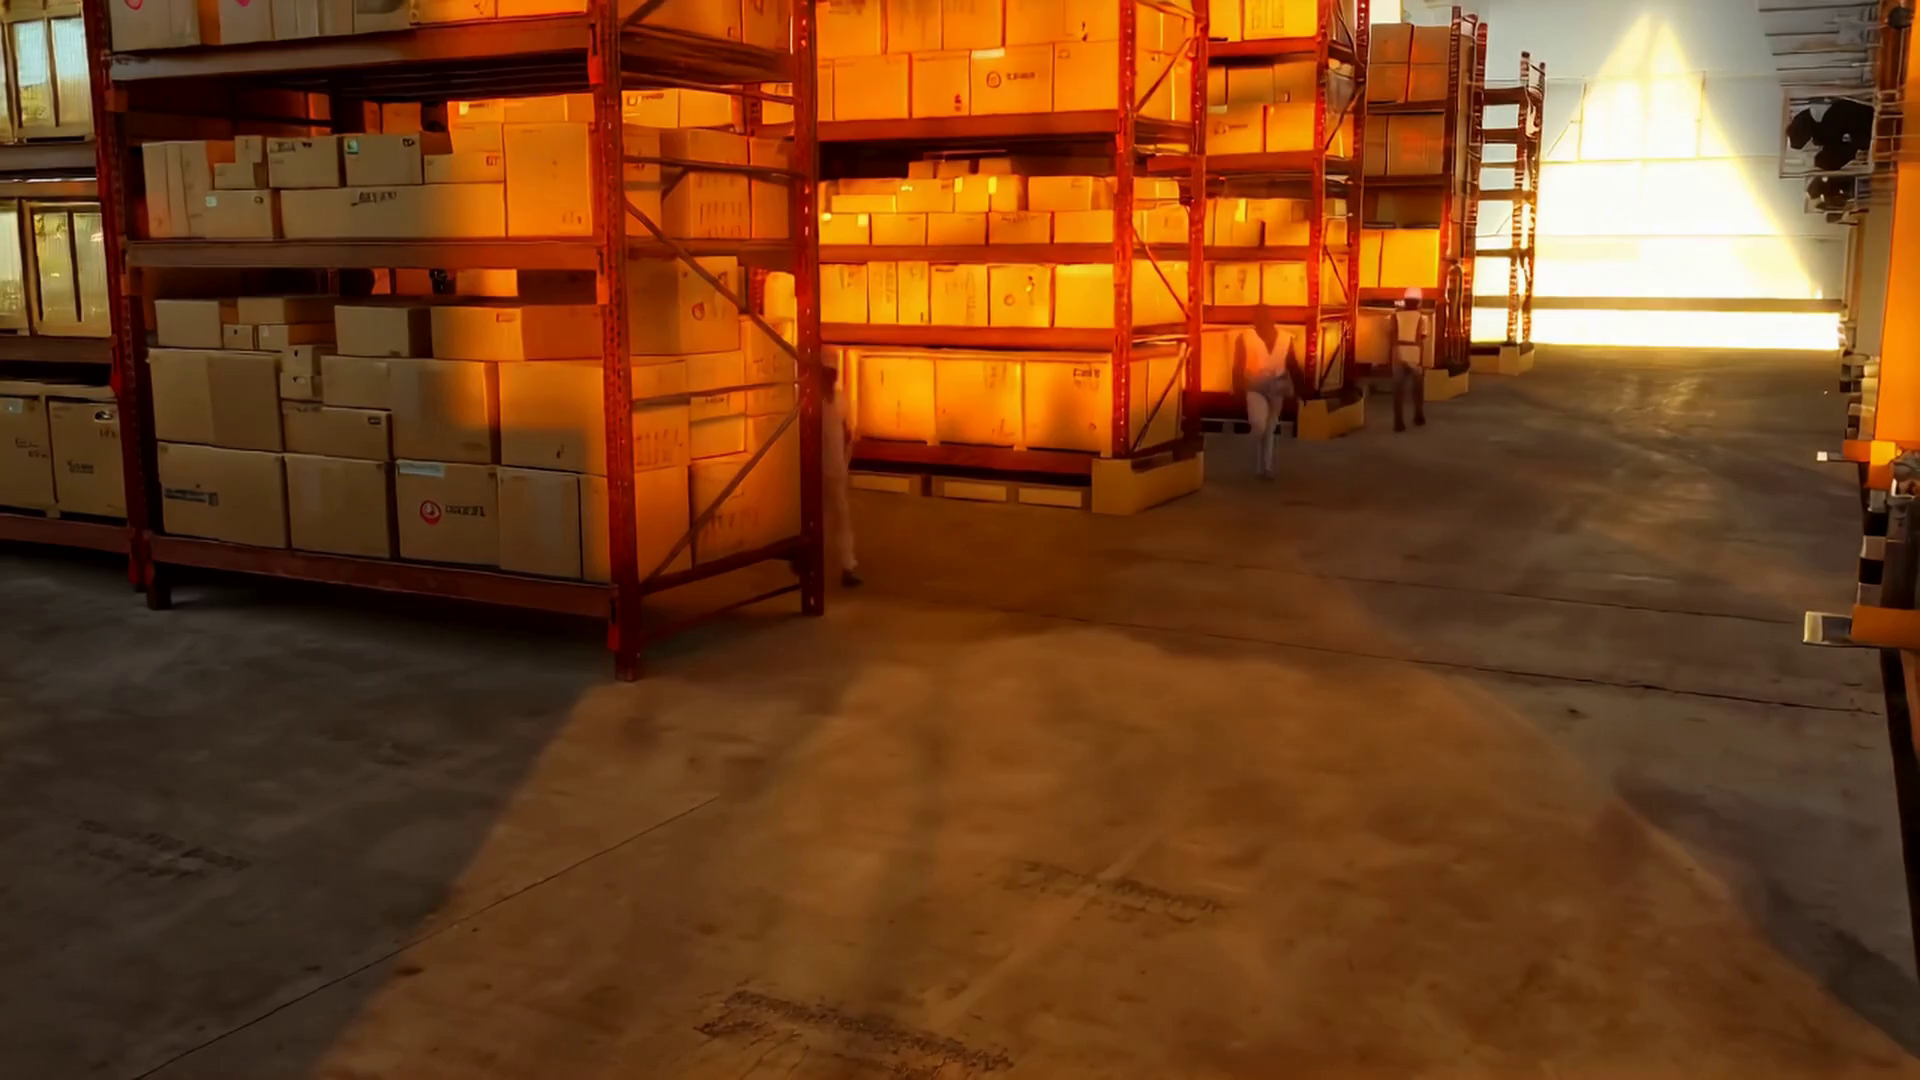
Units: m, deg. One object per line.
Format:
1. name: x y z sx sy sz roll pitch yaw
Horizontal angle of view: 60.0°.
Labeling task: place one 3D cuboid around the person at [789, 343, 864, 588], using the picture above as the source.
1. person: -0.985 -0.543 11.801 0.554 1.710 0.916 -6 11 -29

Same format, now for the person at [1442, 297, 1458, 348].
1. person: 8.622 -3.575 29.521 0.307 1.644 0.514 -5 11 -27

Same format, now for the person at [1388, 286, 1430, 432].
1. person: 5.915 -2.380 21.894 0.549 1.891 0.962 4 11 24

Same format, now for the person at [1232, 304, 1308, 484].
1. person: 3.167 -1.474 16.858 0.707 1.805 0.798 -2 10 -14
